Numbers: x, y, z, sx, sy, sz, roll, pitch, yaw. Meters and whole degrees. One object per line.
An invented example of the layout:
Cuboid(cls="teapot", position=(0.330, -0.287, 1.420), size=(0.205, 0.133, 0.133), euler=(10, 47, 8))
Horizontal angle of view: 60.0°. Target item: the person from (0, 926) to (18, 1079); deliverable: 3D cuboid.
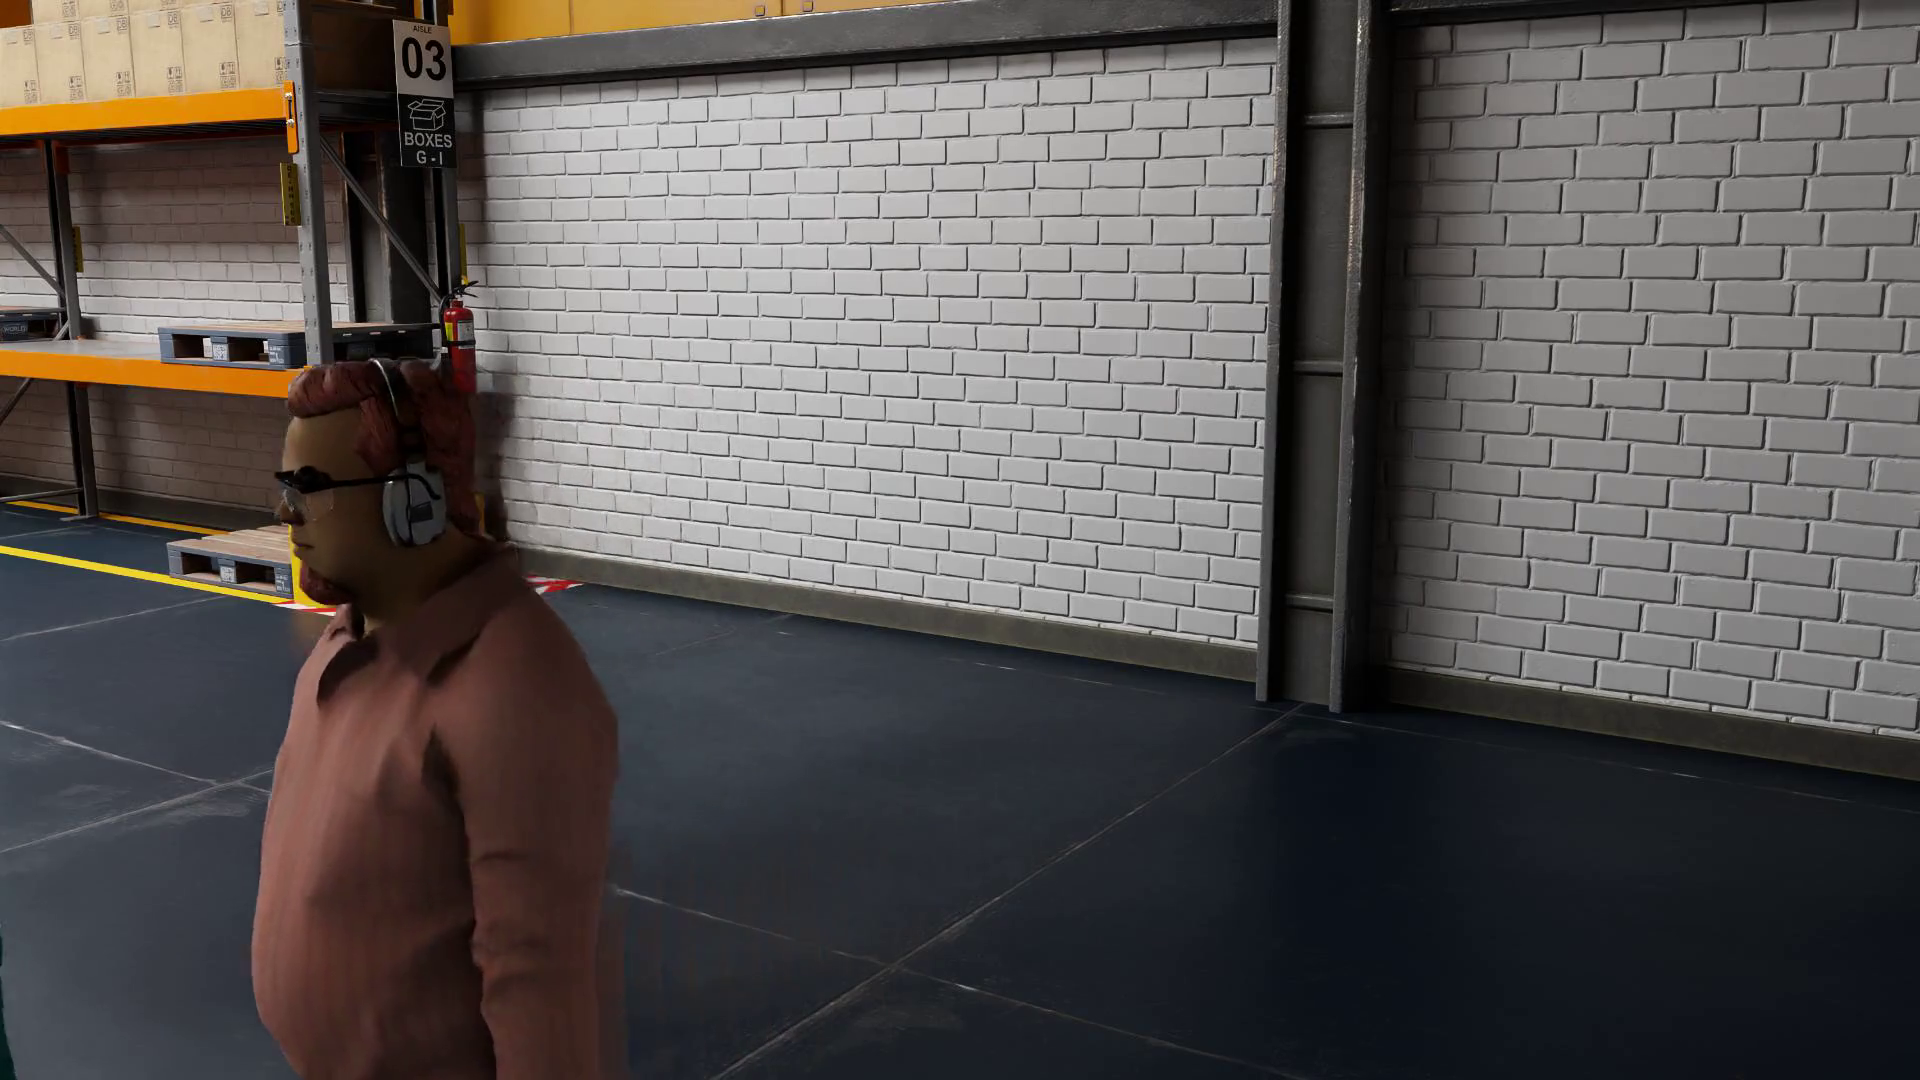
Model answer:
Cuboid(cls="person", position=(-2.154, 0.526, 3.524), size=(0.436, 1.764, 0.533), euler=(-6, 12, -31))

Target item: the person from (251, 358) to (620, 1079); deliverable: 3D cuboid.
Cuboid(cls="person", position=(-0.627, 0.699, 2.200), size=(0.692, 1.889, 0.649), euler=(-8, 13, -37))
